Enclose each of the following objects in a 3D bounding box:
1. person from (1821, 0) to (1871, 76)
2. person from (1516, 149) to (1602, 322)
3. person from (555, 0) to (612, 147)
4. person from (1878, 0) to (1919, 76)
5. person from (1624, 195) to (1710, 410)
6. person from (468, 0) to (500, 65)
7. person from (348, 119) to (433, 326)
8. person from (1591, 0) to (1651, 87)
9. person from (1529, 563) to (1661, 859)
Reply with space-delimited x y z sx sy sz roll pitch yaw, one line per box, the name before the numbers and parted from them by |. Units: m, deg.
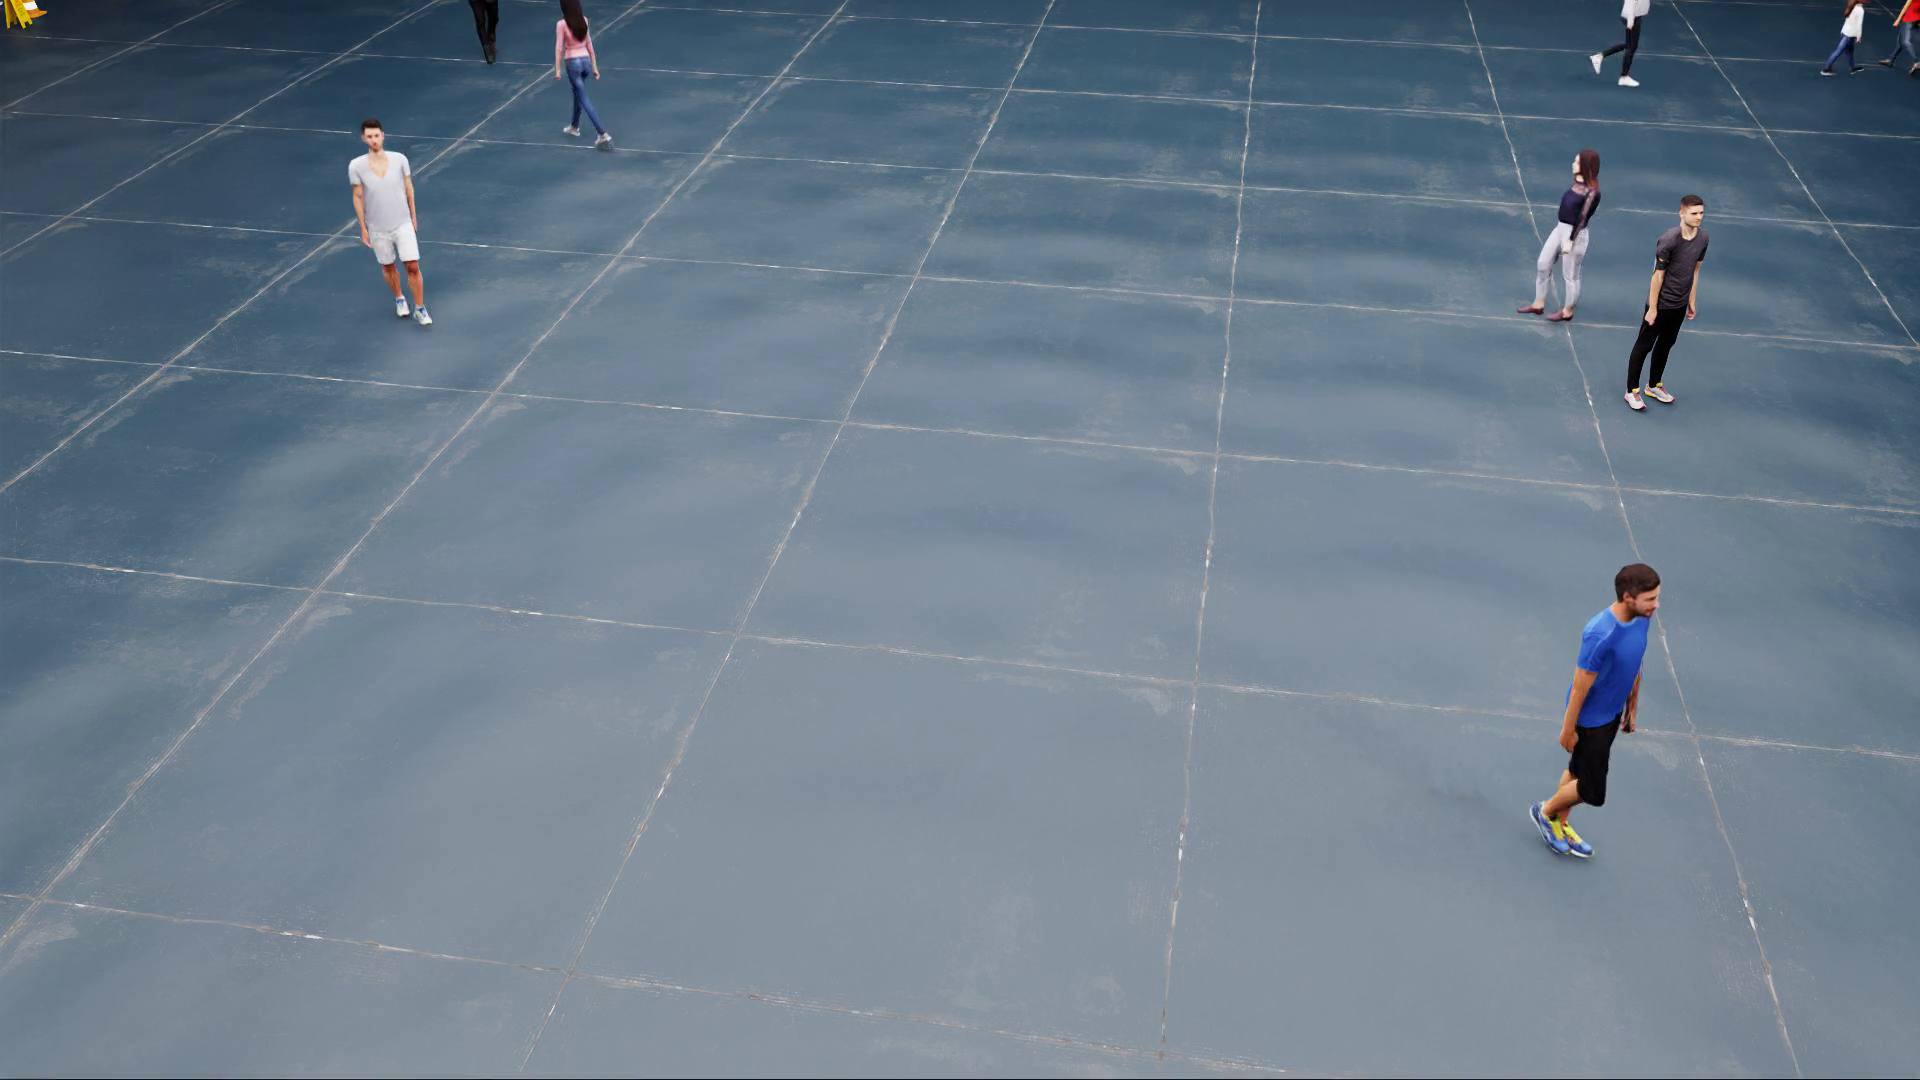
person | 11.245 -6.440 21.135 0.744 1.082 0.456 3 32 5
person | 5.438 -2.650 14.650 0.786 1.591 0.697 -3 32 -4
person | -4.252 -5.281 18.714 1.209 1.704 1.004 25 40 34
person | 12.166 -6.589 21.178 0.863 1.288 0.887 -18 36 -26
person | 5.674 -1.914 13.321 0.672 1.765 0.779 -13 34 -19
person | -6.224 -7.155 21.640 1.128 1.752 1.069 -13 34 -20
person | -5.075 -2.846 14.736 0.984 1.832 1.000 -12 34 -18
person | 8.280 -6.505 20.674 0.953 1.684 0.773 15 35 22
person | 3.288 0.876 8.811 0.767 1.857 0.818 -25 40 -34
